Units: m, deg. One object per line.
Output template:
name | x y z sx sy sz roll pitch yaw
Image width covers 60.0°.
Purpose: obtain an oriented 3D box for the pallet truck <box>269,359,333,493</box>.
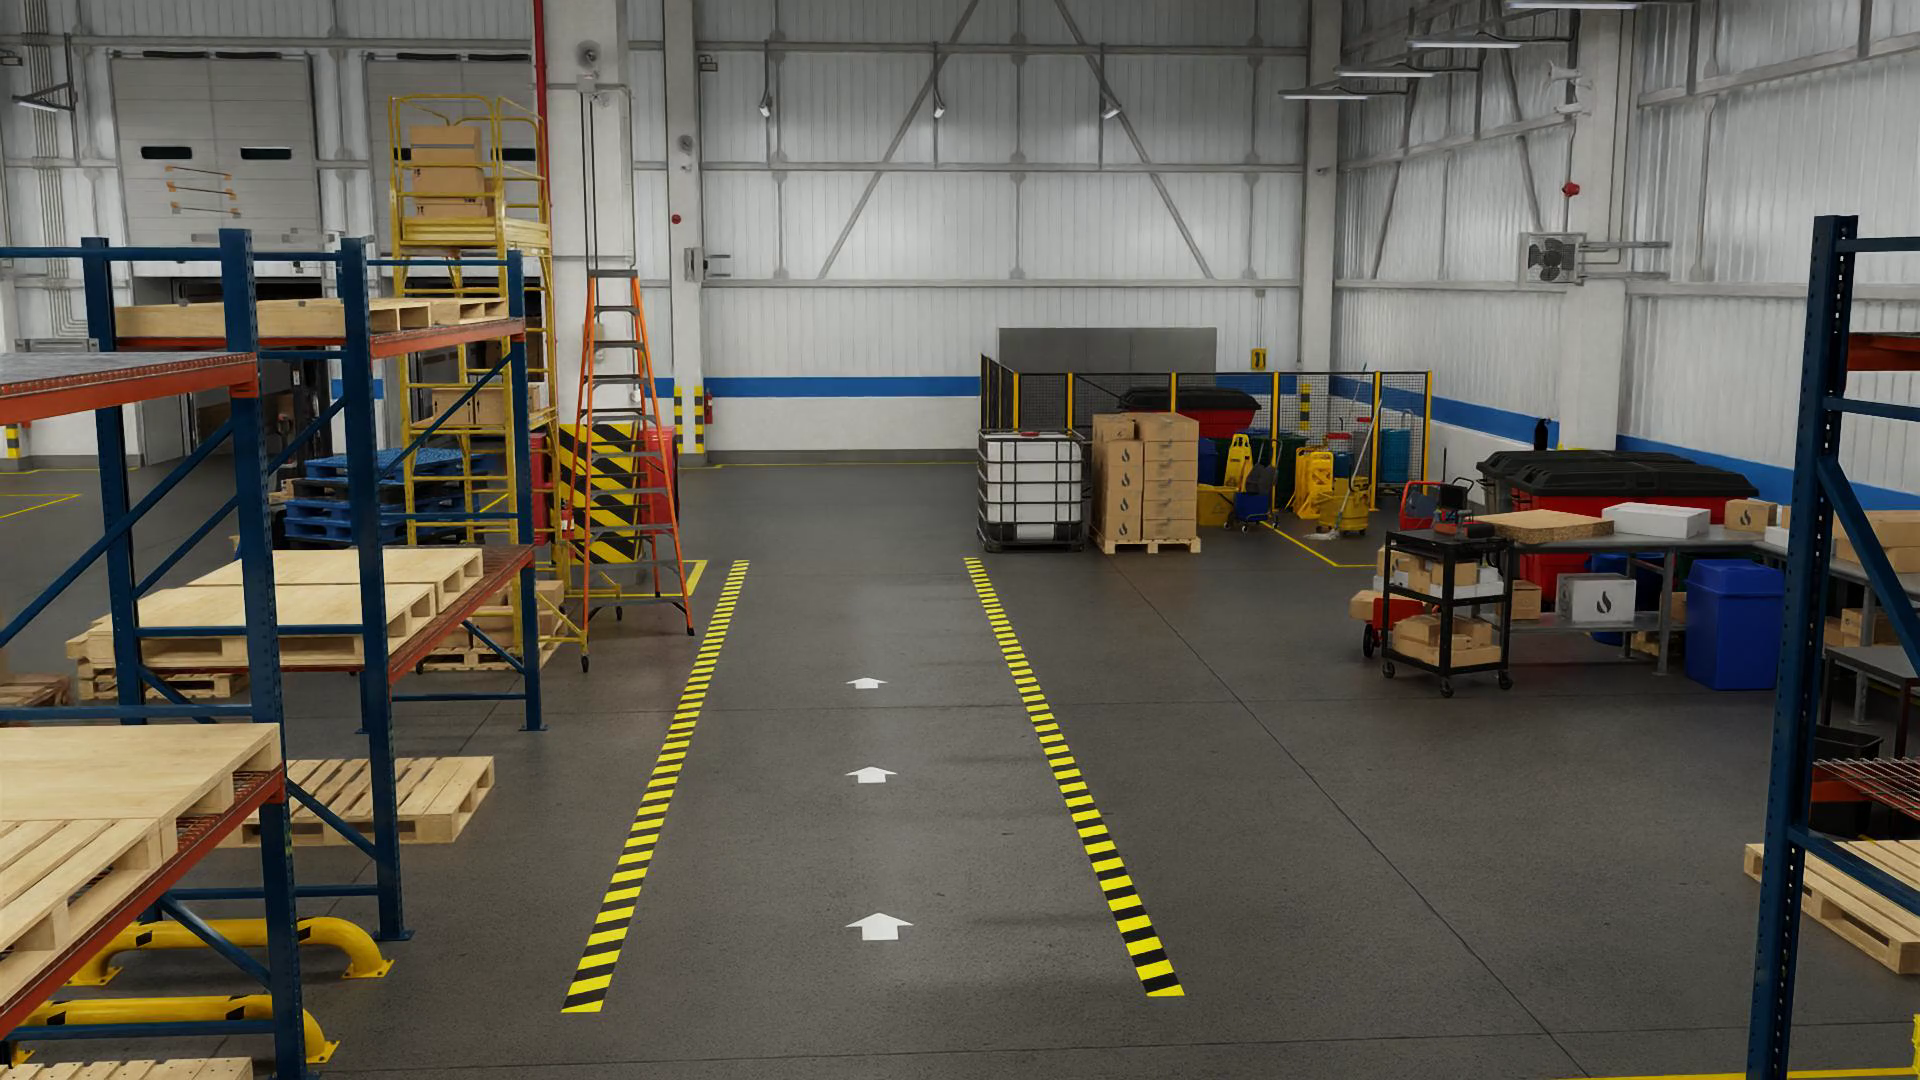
pallet truck | -7.062 -1.131 18.996 1.885 1.965 0.823 2 9 13
